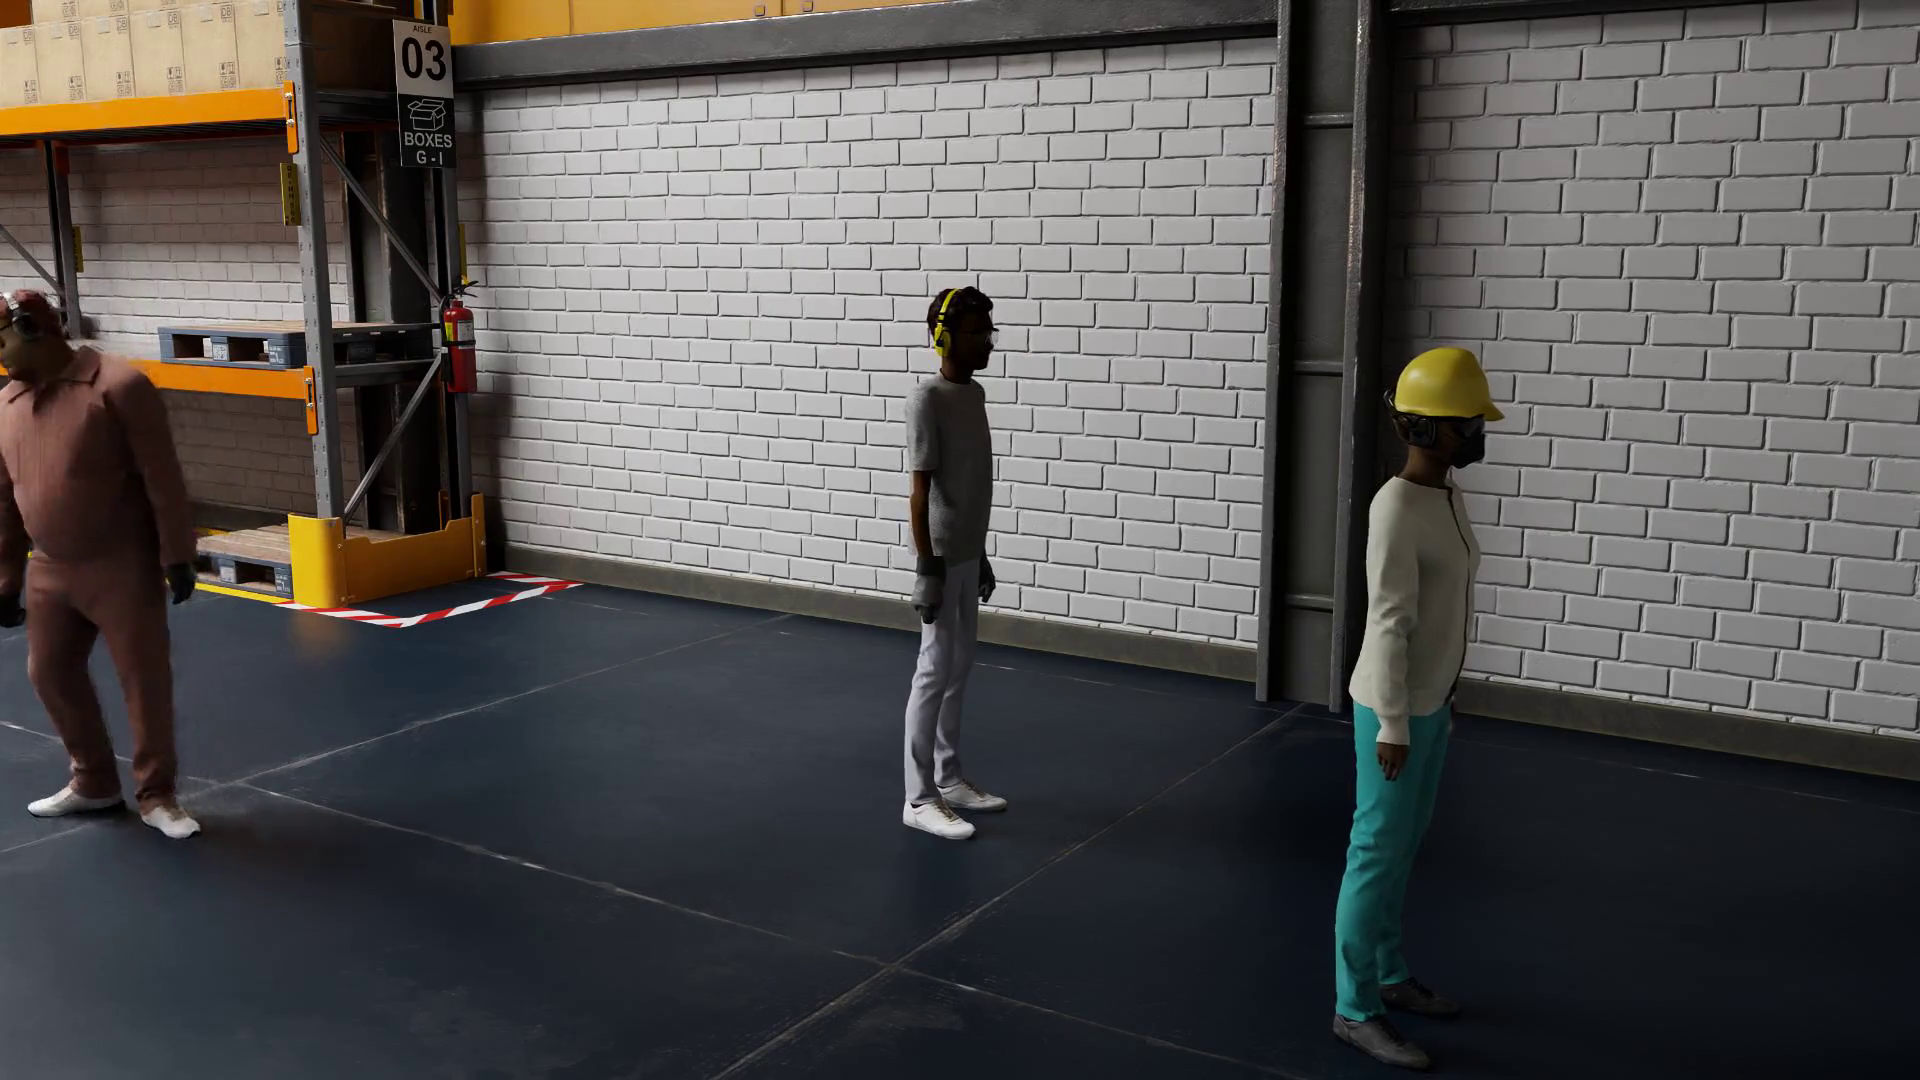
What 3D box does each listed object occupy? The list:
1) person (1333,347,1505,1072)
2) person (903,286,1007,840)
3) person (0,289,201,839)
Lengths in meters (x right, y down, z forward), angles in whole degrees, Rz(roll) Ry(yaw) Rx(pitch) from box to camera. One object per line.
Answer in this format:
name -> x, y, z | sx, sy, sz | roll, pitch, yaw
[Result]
person -> 1.148, 0.406, 4.139 | 0.329, 1.767, 0.529 | 6, 12, 30
person -> -0.004, 0.072, 5.722 | 0.323, 1.868, 0.556 | 4, 11, 23
person -> -2.916, 0.098, 5.601 | 0.730, 1.863, 0.395 | 2, 10, 9
